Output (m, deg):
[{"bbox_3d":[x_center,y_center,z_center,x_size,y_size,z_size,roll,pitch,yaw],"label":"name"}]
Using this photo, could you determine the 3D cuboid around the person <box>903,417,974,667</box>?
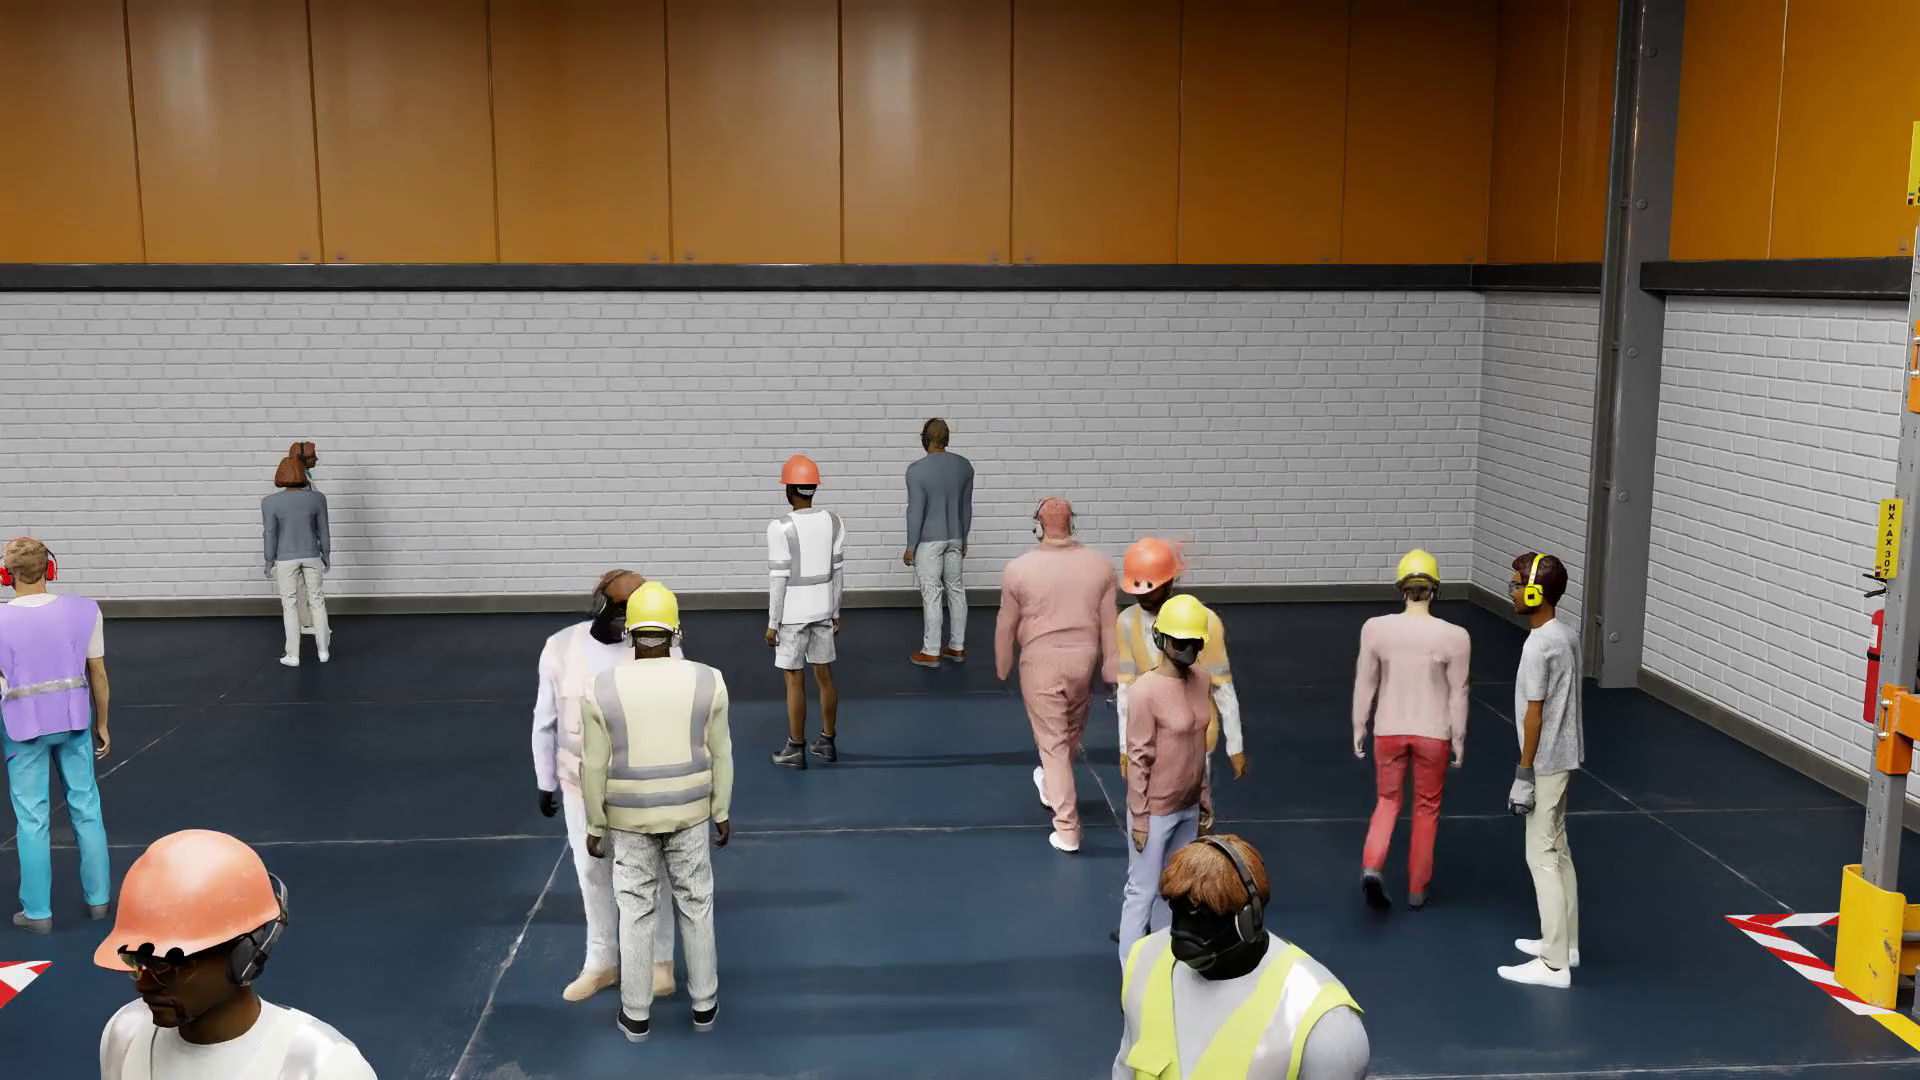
[{"bbox_3d":[-0.174,0.017,12.930,0.627,1.940,0.371,-7,12,-38],"label":"person"}]

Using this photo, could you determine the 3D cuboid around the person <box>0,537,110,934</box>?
[{"bbox_3d":[-4.224,0.902,7.686,0.563,1.837,0.389,-8,12,-42],"label":"person"}]

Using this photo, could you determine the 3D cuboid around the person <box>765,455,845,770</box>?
[{"bbox_3d":[-0.971,0.444,10.252,0.552,1.937,0.356,-8,12,-41],"label":"person"}]

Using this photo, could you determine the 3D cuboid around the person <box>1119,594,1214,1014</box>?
[{"bbox_3d":[0.866,1.085,6.769,0.329,1.765,0.526,8,12,41],"label":"person"}]

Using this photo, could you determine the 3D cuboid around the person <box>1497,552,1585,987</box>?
[{"bbox_3d":[2.525,0.978,7.186,0.379,1.855,0.521,5,11,31],"label":"person"}]

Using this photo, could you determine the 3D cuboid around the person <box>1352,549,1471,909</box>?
[{"bbox_3d":[2.115,0.920,7.859,0.535,1.744,0.549,5,10,27],"label":"person"}]

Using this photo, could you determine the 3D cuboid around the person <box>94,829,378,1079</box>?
[{"bbox_3d":[-1.366,1.528,3.117,0.608,2.044,0.371,3,10,18],"label":"person"}]

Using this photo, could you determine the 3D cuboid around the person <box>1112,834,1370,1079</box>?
[{"bbox_3d":[0.586,1.540,3.725,0.632,1.833,0.430,9,13,44],"label":"person"}]

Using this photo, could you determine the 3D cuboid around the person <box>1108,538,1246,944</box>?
[{"bbox_3d":[0.927,0.914,7.521,0.999,1.867,0.599,-9,13,-44],"label":"person"}]

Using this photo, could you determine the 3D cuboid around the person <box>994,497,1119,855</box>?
[{"bbox_3d":[0.489,0.687,8.996,0.647,1.846,0.994,-3,10,-19],"label":"person"}]

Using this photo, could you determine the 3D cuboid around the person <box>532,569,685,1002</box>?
[{"bbox_3d":[-1.453,1.030,6.969,0.669,1.825,0.431,1,9,8],"label":"person"}]

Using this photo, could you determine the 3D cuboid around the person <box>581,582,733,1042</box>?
[{"bbox_3d":[-1.202,1.075,6.619,0.595,1.831,0.403,-3,9,-16],"label":"person"}]

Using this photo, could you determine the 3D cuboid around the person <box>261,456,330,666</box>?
[{"bbox_3d":[-5.162,0.164,12.962,0.507,1.632,0.268,-7,11,-37],"label":"person"}]

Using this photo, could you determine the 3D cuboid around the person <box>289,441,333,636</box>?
[{"bbox_3d":[-5.540,-0.017,14.076,0.315,1.641,0.515,-5,10,-28],"label":"person"}]
